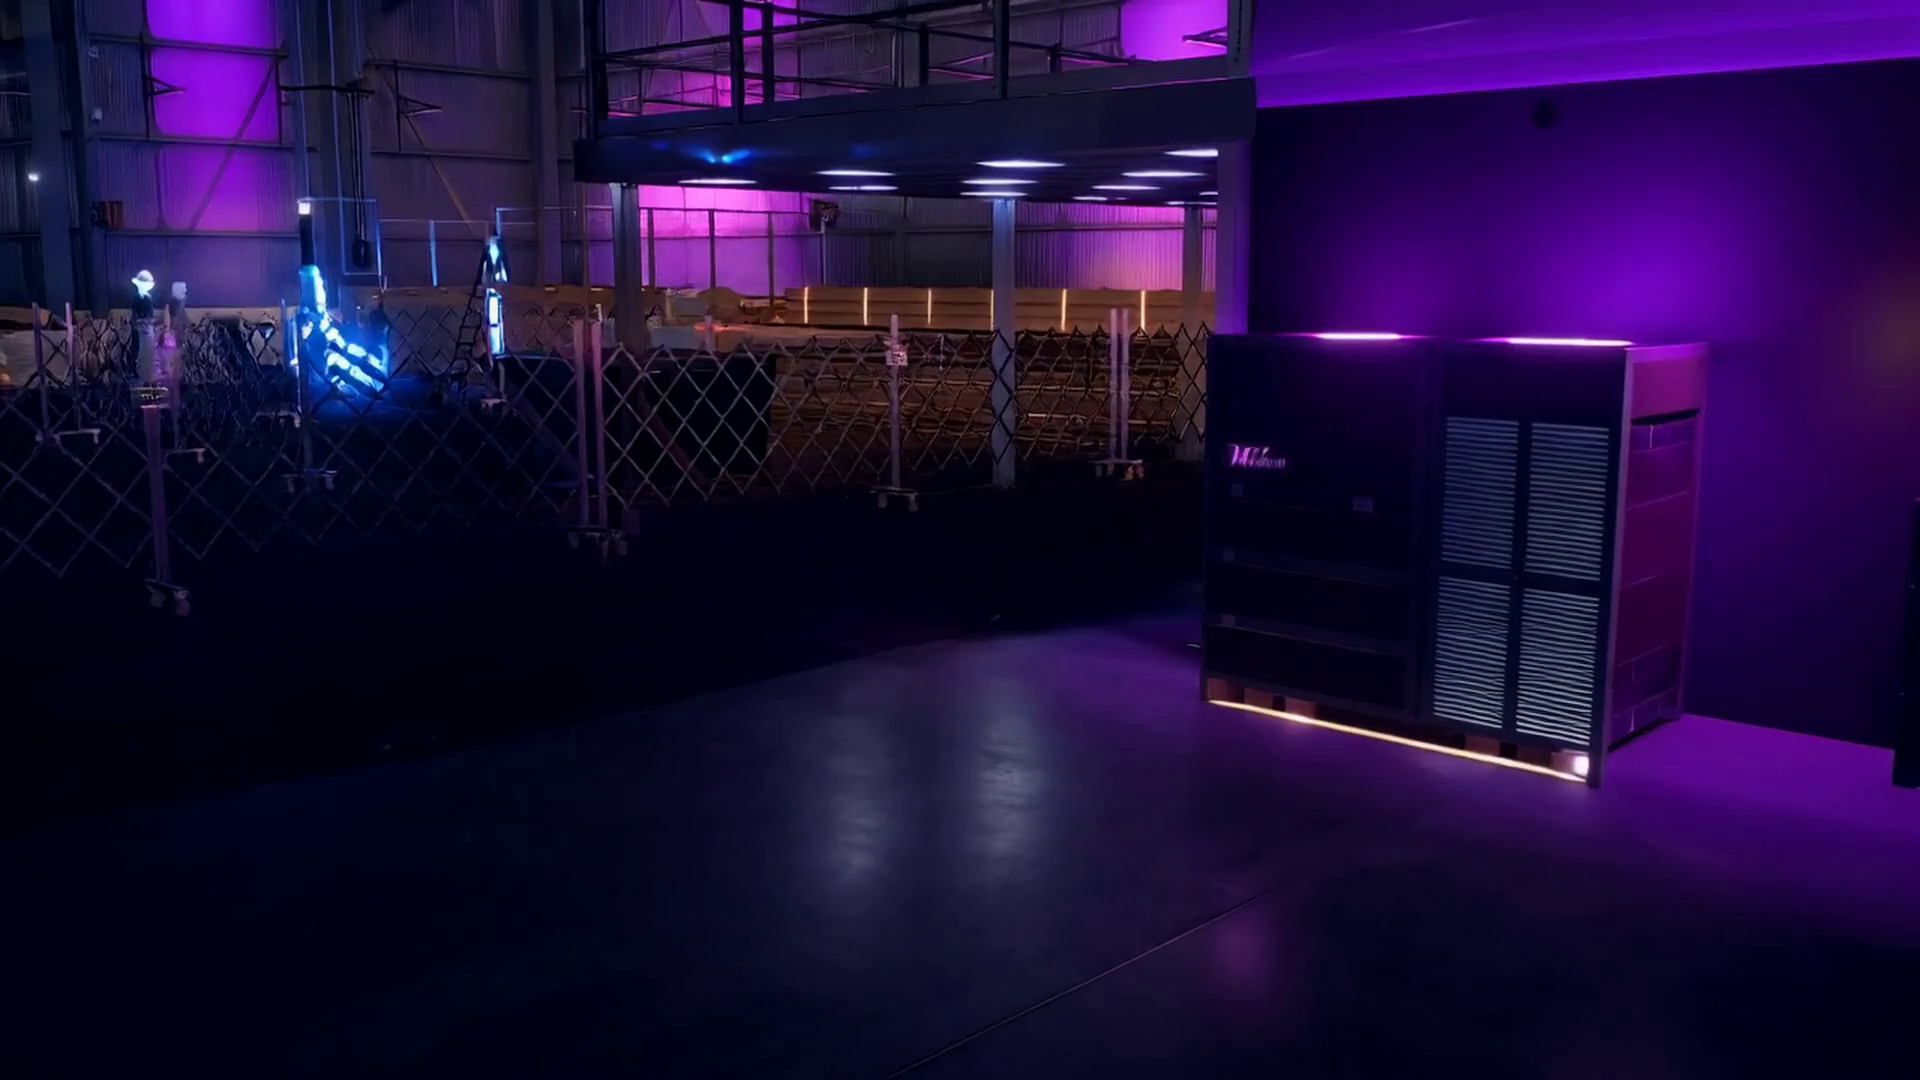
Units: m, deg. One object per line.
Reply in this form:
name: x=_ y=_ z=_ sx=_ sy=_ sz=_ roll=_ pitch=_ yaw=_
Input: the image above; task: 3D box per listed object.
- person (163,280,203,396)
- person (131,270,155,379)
person: x=-12.686 y=-3.288 z=27.157 sx=0.670 sy=1.880 sz=0.646 roll=-6 pitch=11 yaw=-34
person: x=-13.468 y=-3.427 z=27.516 sx=0.396 sy=2.042 sz=0.611 roll=-3 pitch=10 yaw=-17
